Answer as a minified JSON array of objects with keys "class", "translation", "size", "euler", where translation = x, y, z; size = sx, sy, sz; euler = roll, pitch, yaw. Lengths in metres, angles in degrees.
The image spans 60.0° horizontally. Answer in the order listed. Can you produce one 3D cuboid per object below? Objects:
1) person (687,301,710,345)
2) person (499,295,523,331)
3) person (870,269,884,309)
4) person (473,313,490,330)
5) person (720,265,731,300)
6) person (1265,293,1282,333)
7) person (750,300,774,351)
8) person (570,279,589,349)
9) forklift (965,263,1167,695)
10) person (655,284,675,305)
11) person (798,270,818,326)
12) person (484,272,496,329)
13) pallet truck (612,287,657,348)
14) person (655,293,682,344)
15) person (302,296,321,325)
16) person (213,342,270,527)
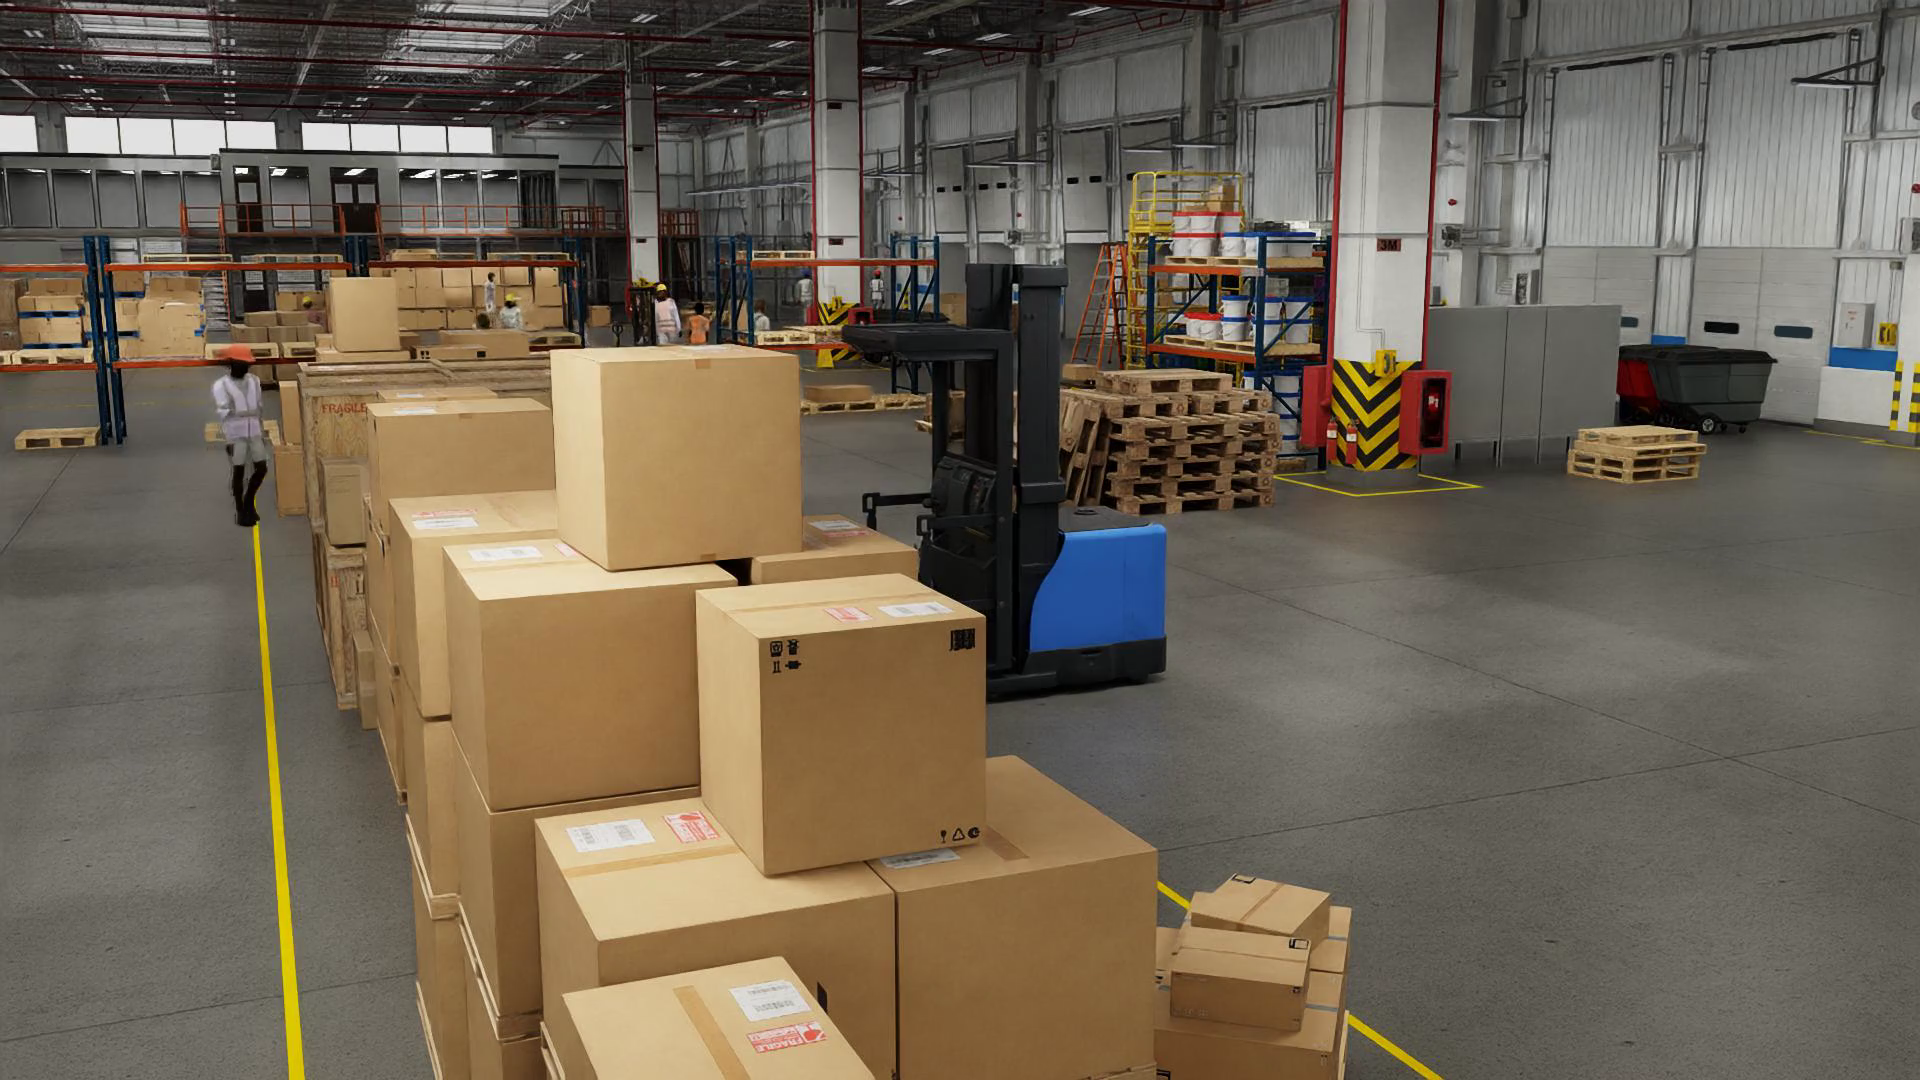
[{"class":"person","translation":[-5.528,-4.180,35.036],"size":[0.543,1.677,0.608],"euler":[4,11,22]},{"class":"person","translation":[-10.400,-4.802,38.416],"size":[0.493,1.700,0.893],"euler":[2,10,11]},{"class":"person","translation":[-2.813,-8.285,56.949],"size":[0.545,1.938,0.356],"euler":[6,12,31]},{"class":"person","translation":[-7.126,-2.440,24.886],"size":[1.029,1.884,0.640],"euler":[0,10,-3]},{"class":"person","translation":[-11.413,-12.702,81.248],"size":[0.599,1.951,0.643],"euler":[7,12,34]},{"class":"person","translation":[6.010,-3.841,32.469],"size":[0.546,1.934,0.376],"euler":[5,11,26]},{"class":"person","translation":[-3.778,-3.738,32.210],"size":[0.528,1.816,0.777],"euler":[9,14,41]},{"class":"person","translation":[-9.597,-5.537,41.676],"size":[0.439,1.978,0.654],"euler":[4,11,23]},{"class":"forklift","translation":[0.371,-0.447,11.152],"size":[1.873,2.768,1.129],"euler":[-4,11,-23]},{"class":"person","translation":[-7.006,-5.084,39.345],"size":[0.586,1.923,0.371],"euler":[-8,13,-37]},{"class":"person","translation":[-5.156,-8.222,56.699],"size":[0.615,1.899,0.980],"euler":[4,11,21]},{"class":"person","translation":[-14.919,-7.540,52.881],"size":[0.380,1.931,0.625],"euler":[0,10,0]},{"class":"pallet truck","translation":[-6.464,-4.406,35.401],"size":[0.823,1.965,1.885],"euler":[6,12,32]},{"class":"person","translation":[-6.688,-4.729,37.813],"size":[0.681,1.771,0.950],"euler":[-2,11,-13]},{"class":"person","translation":[-14.350,-4.532,36.832],"size":[0.518,1.733,0.864],"euler":[-9,13,-39]},{"class":"person","translation":[-7.470,-1.095,17.340],"size":[0.425,1.924,0.558],"euler":[8,13,36]}]
